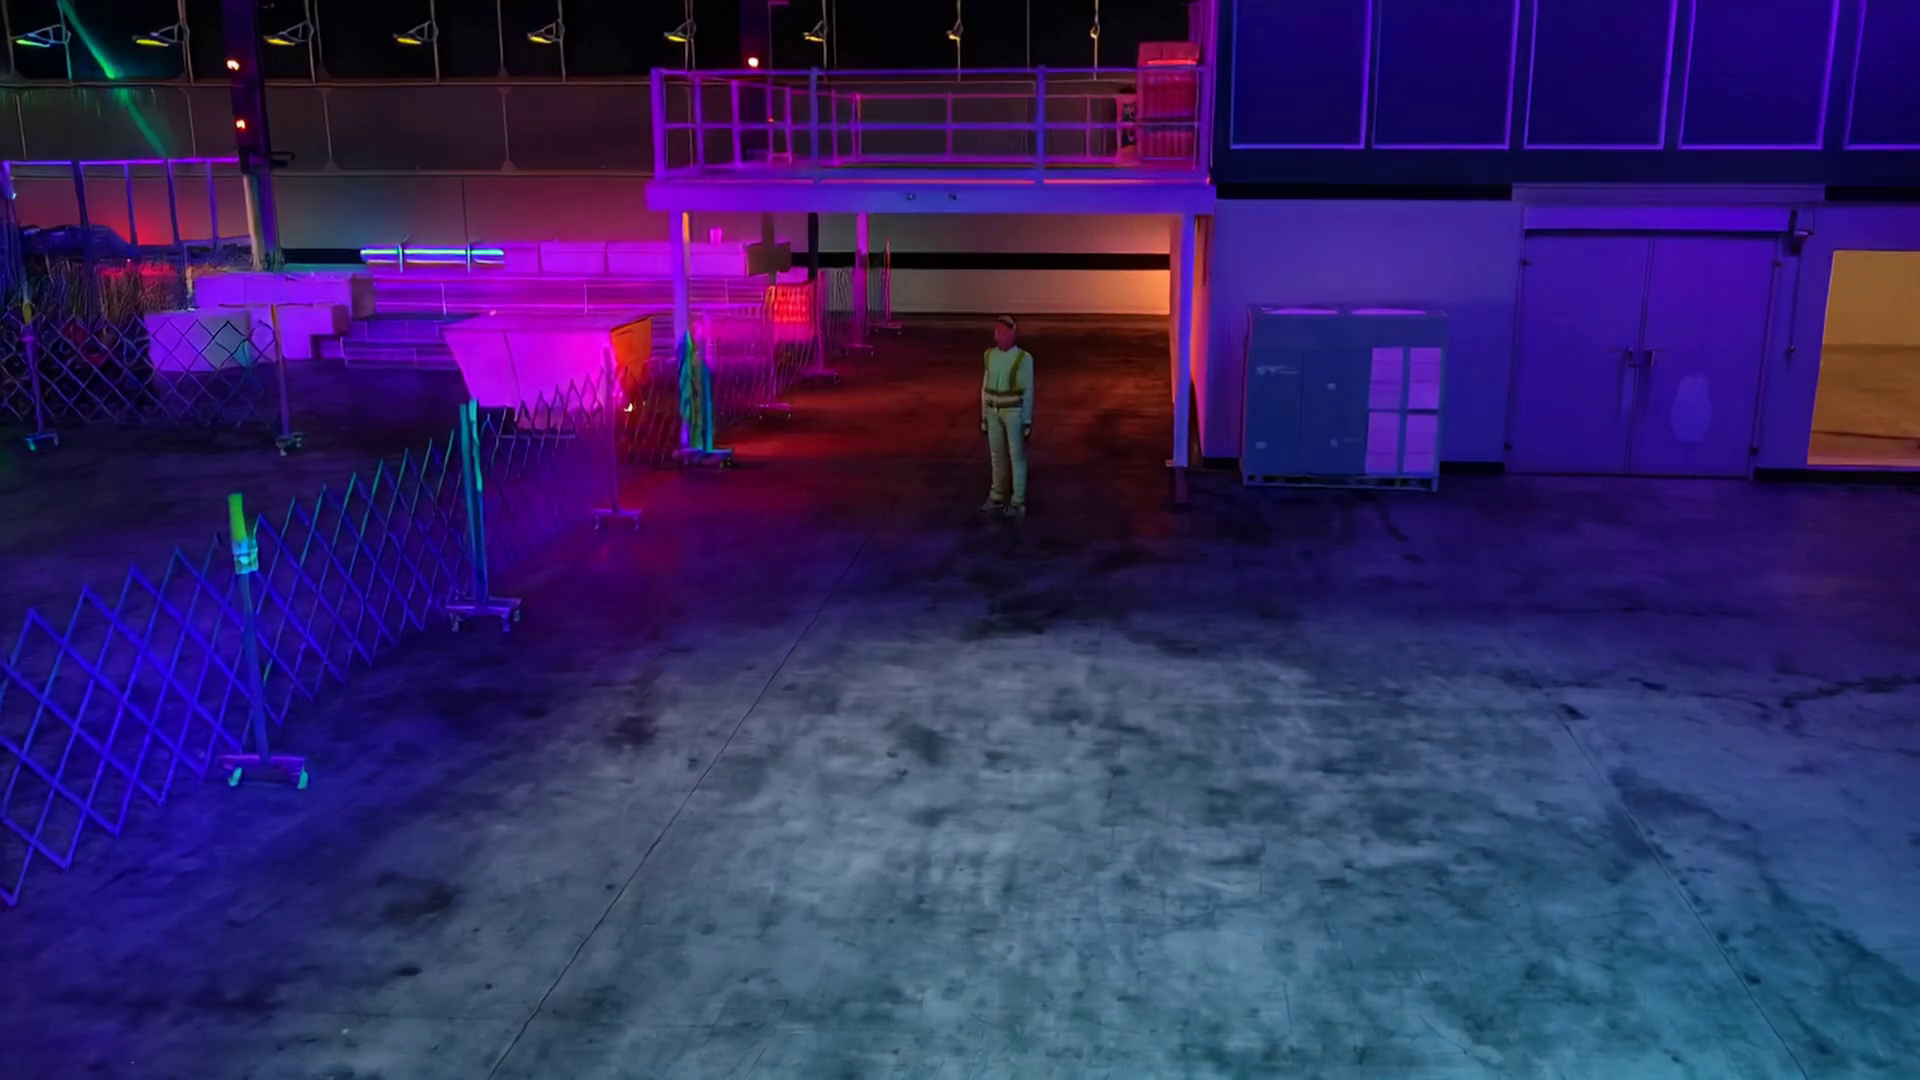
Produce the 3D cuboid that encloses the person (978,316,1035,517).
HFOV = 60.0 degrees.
[{"bbox_3d":[0.430,-1.164,15.624,0.587,1.882,0.341,11,18,38],"label":"person"}]

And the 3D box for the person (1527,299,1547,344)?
[{"bbox_3d":[6.918,-2.324,20.371,0.855,1.875,0.648,-7,15,-27],"label":"person"}]
